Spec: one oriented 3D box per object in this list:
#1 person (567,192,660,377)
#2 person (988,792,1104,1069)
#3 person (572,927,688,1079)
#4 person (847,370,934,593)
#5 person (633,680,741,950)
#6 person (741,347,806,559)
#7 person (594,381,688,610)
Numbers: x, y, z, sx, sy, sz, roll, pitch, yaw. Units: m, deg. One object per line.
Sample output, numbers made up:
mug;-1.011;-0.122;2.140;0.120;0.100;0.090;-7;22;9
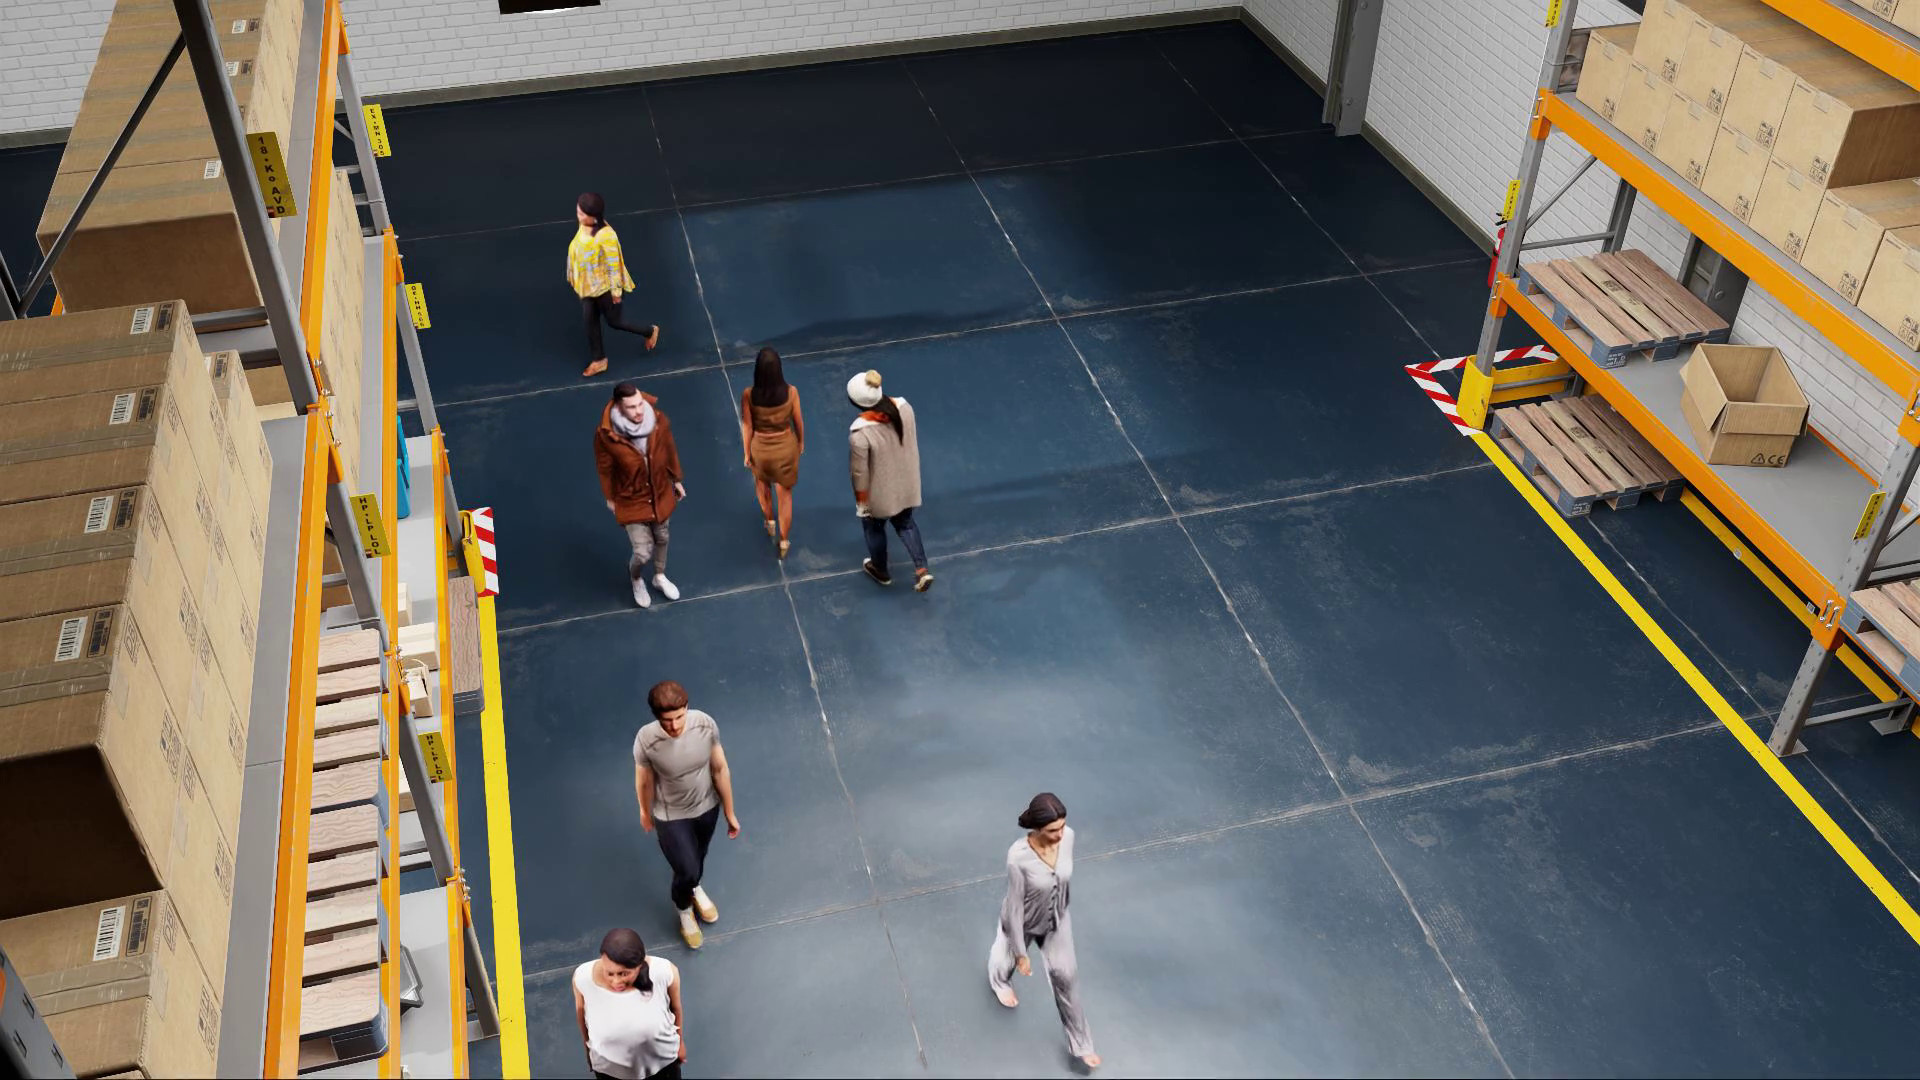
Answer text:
person;-2.886;-2.127;13.736;1.015;1.634;1.037;-29;47;-31
person;0.321;1.902;8.616;0.801;1.729;1.142;-20;43;-23
person;-1.549;2.443;7.971;0.679;1.687;0.640;-5;39;-6
person;-0.461;-0.357;11.336;0.890;1.864;1.055;-22;44;-25
person;-1.538;1.402;9.129;0.734;1.868;0.789;-21;43;-25
person;-1.310;-0.565;11.749;0.621;1.673;0.671;-5;39;-7
person;-2.203;-0.341;11.351;0.824;1.821;0.833;-28;47;-31
